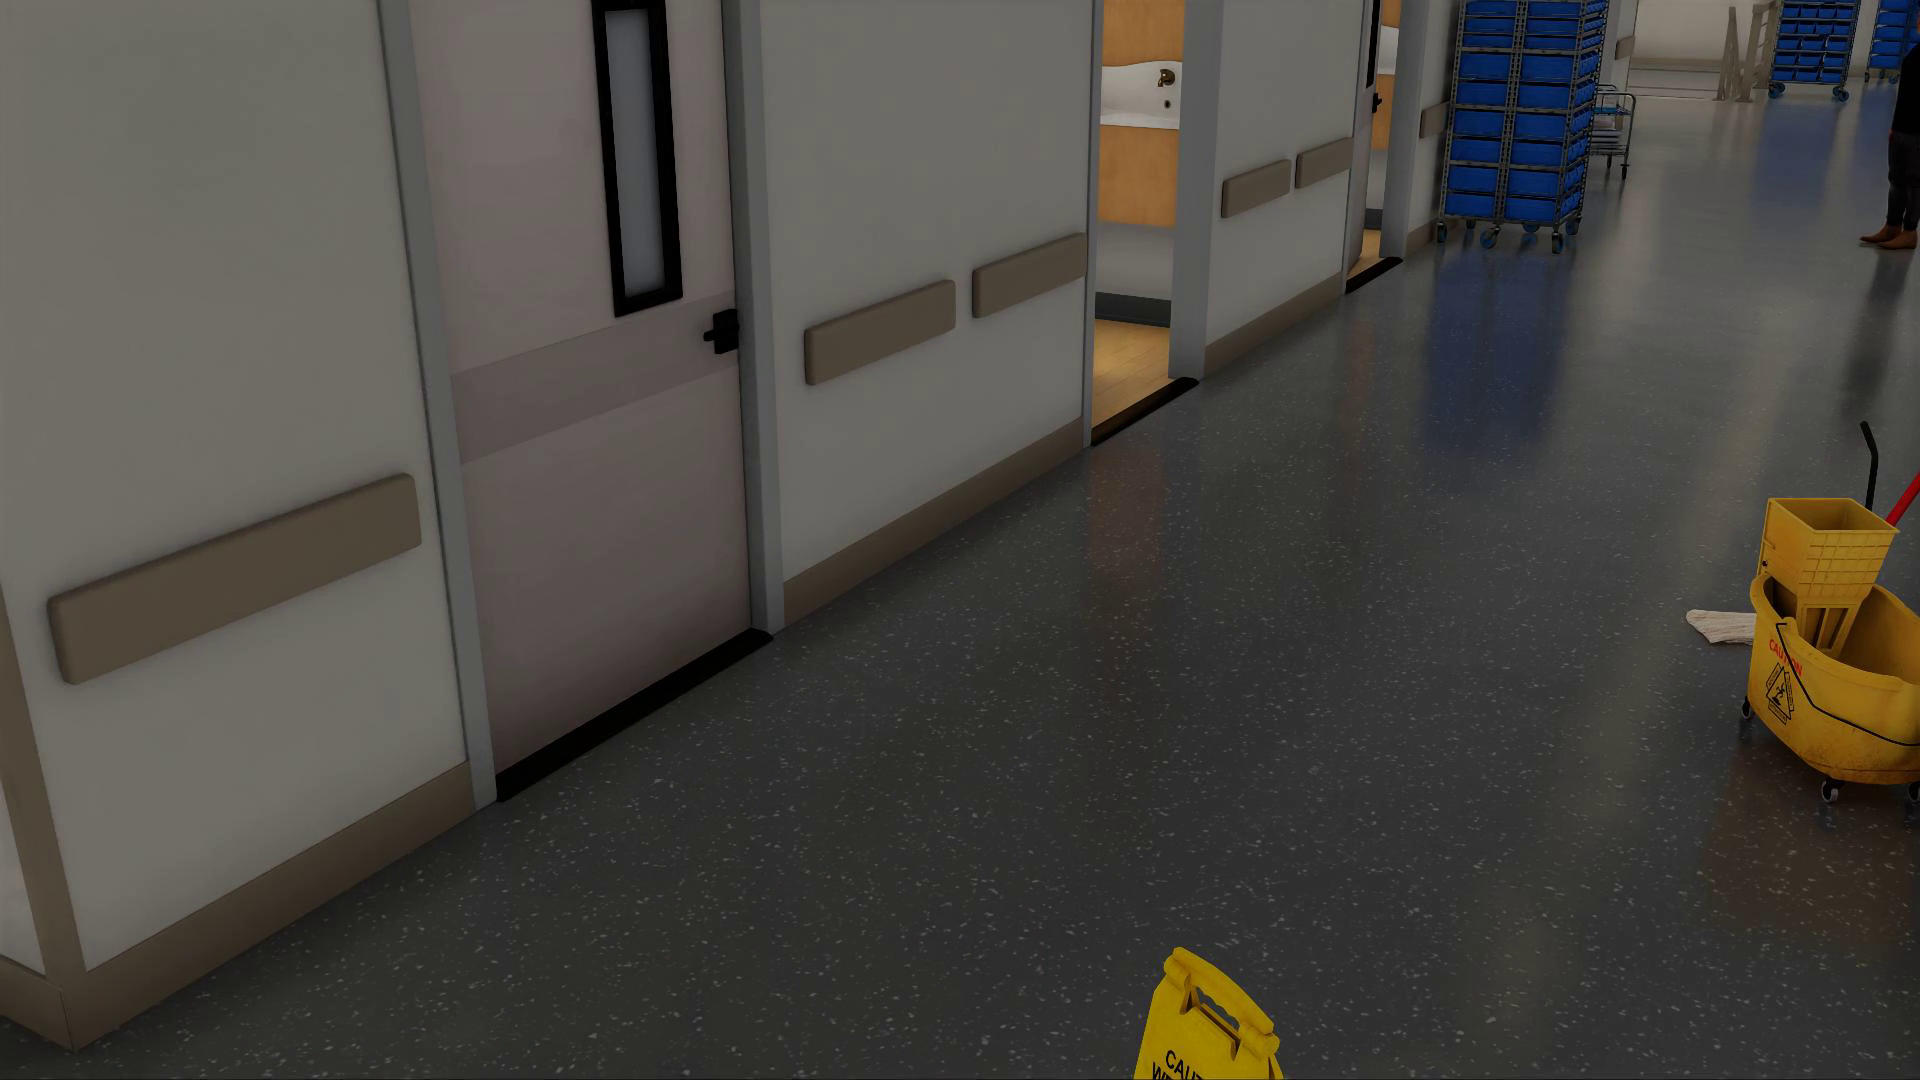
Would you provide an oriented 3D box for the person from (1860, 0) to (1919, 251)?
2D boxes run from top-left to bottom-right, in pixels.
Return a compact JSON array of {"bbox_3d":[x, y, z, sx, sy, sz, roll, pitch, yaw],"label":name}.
[{"bbox_3d":[6.751,-2.938,11.733,0.782,1.722,0.654,0,21,1],"label":"person"}]
